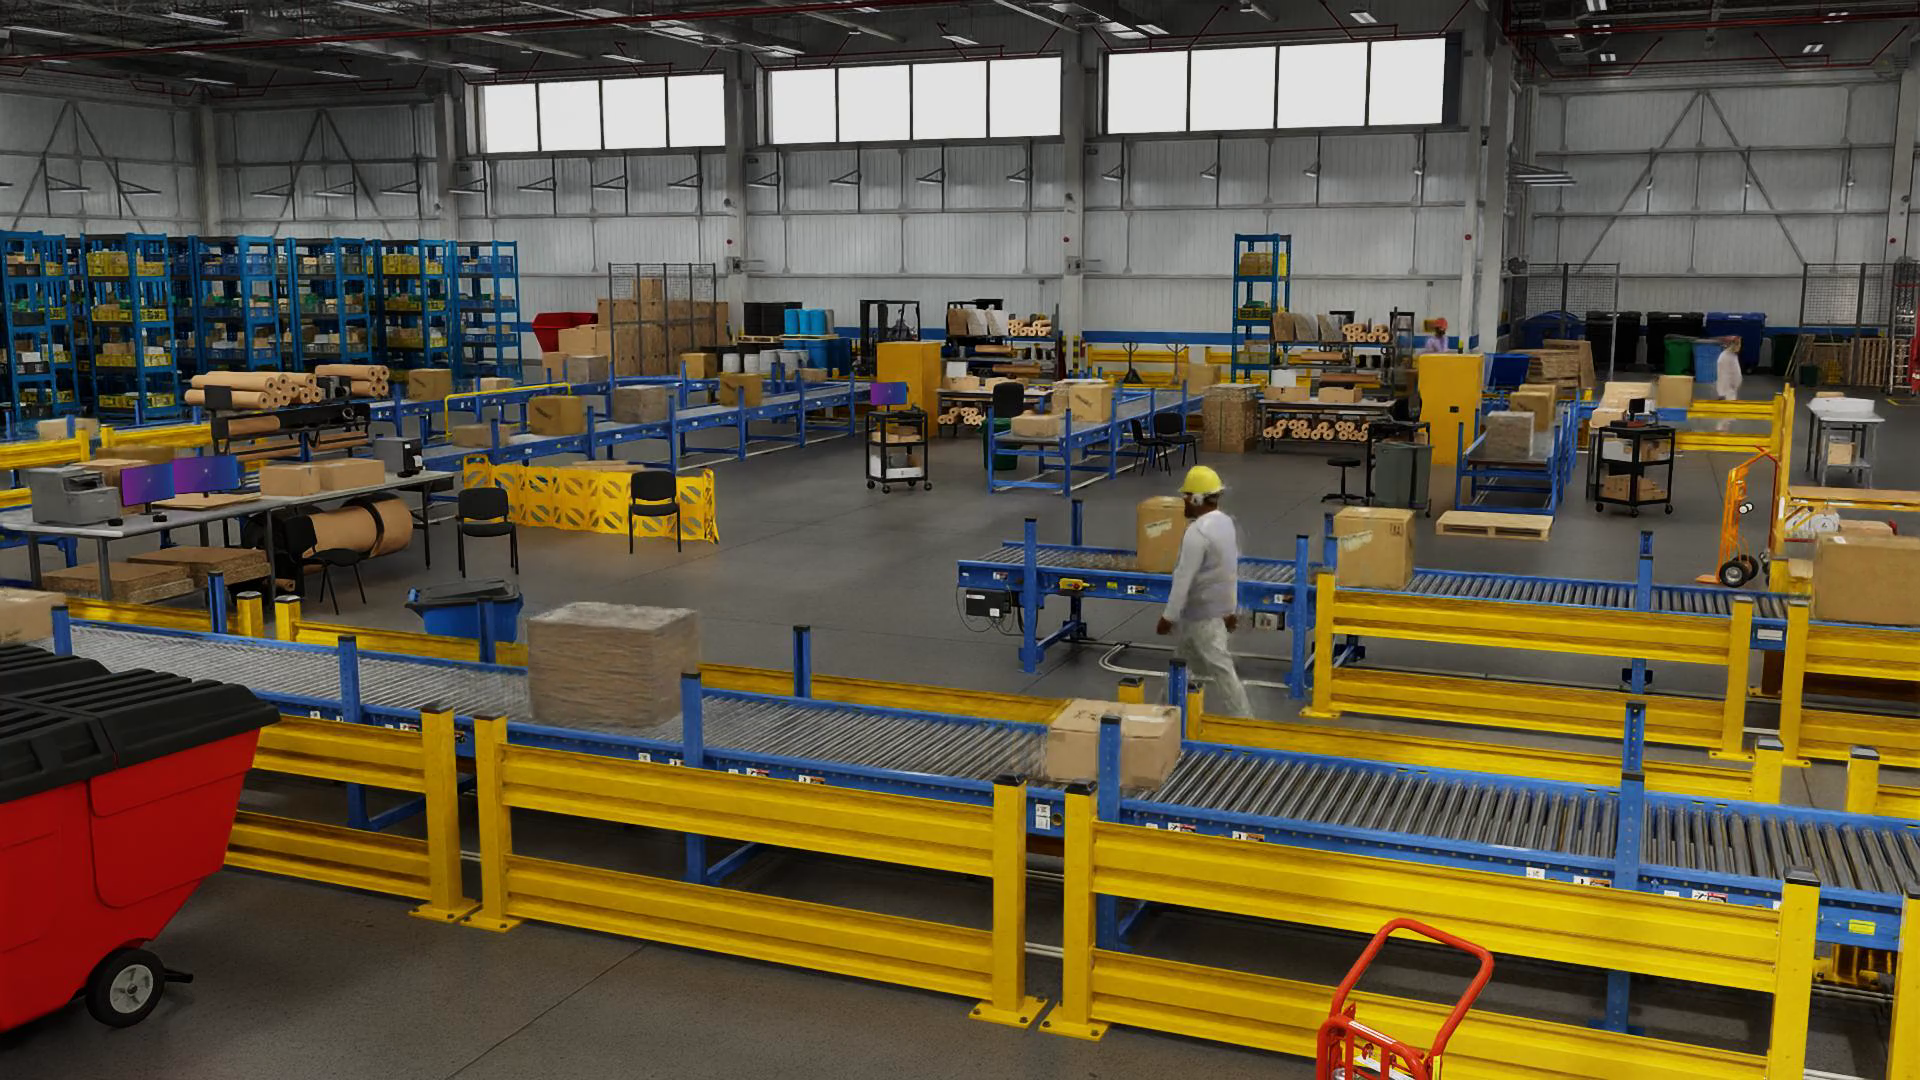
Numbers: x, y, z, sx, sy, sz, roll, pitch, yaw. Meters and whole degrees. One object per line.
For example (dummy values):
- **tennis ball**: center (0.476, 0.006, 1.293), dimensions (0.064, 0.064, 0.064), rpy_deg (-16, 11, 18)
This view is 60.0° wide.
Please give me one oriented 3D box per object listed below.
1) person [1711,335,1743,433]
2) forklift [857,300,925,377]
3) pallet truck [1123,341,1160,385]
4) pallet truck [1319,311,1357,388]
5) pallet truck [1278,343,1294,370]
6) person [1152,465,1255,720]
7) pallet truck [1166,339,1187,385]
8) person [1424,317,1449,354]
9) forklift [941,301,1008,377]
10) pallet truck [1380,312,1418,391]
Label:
- **person**: center (12.785, -2.454, 27.614), dimensions (0.428, 1.886, 0.667), rpy_deg (6, 11, 33)
- **forklift**: center (-1.732, -5.109, 42.468), dimensions (1.157, 1.987, 2.680), rpy_deg (4, 10, 22)
- **pallet truck**: center (4.445, -4.380, 41.279), dimensions (0.680, 1.201, 1.601), rpy_deg (4, 10, 22)
- **pallet truck**: center (9.071, -4.419, 39.190), dimensions (0.823, 1.965, 1.885), rpy_deg (5, 10, 26)
- **pallet truck**: center (7.886, -4.163, 39.743), dimensions (0.653, 1.274, 1.630), rpy_deg (4, 10, 22)
- **person**: center (1.512, 0.423, 10.525), dimensions (0.948, 1.785, 0.592), rpy_deg (4, 10, 24)
- **pallet truck**: center (5.418, -4.269, 40.420), dimensions (0.704, 1.261, 1.522), rpy_deg (3, 10, 20)
- **person**: center (9.430, -3.422, 33.090), dimensions (0.608, 2.024, 0.610), rpy_deg (-6, 11, -33)
- **forklift**: center (0.365, -4.966, 41.571), dimensions (1.157, 1.987, 2.680), rpy_deg (3, 10, 20)
- **pallet truck**: center (10.207, -4.283, 38.369), dimensions (0.823, 1.965, 1.885), rpy_deg (3, 10, 20)
